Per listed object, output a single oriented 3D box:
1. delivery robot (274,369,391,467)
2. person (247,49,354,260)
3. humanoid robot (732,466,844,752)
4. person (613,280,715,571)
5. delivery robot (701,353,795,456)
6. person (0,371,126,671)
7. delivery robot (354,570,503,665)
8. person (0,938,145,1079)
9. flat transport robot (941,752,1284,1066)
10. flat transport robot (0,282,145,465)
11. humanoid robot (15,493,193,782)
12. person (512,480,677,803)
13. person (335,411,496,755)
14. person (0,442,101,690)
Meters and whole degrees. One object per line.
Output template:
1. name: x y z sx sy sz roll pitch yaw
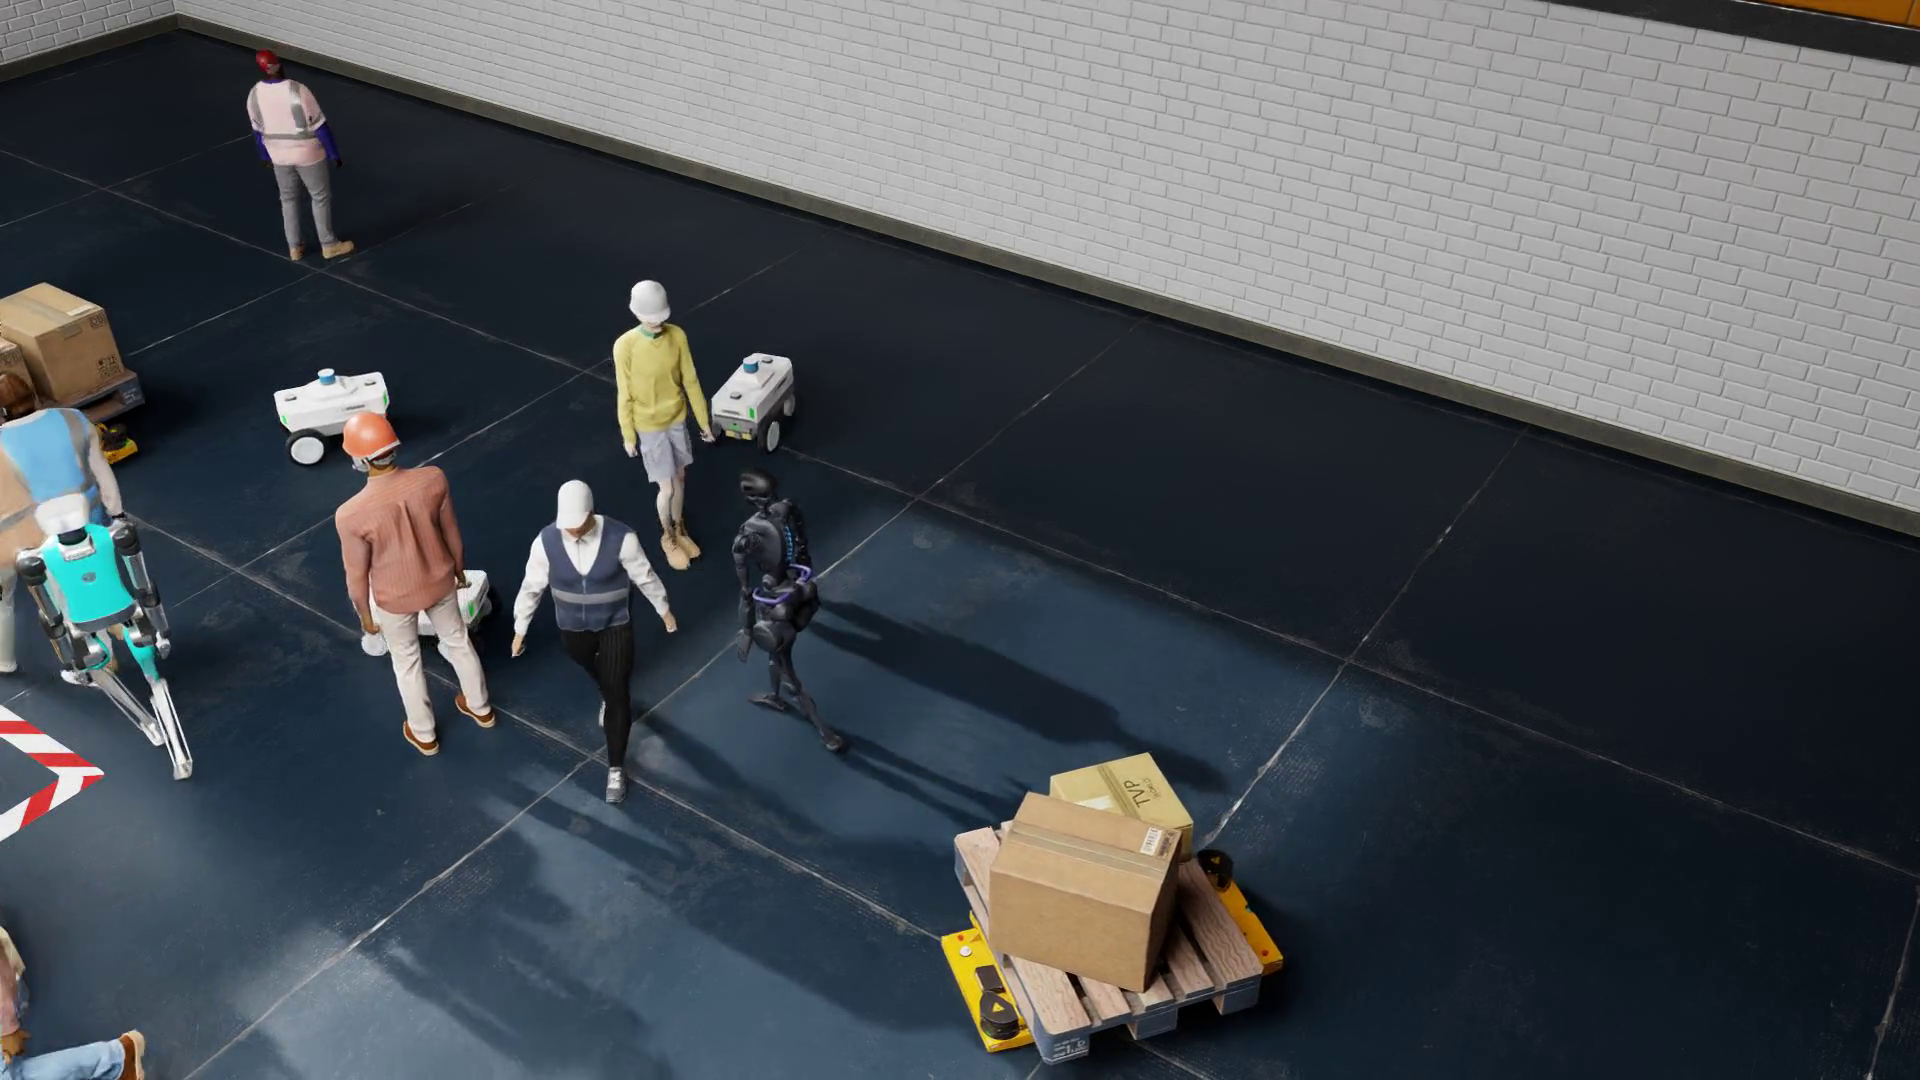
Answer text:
1. delivery robot: -4.263 -0.859 11.258 0.785 0.613 0.501 -14 37 -19
2. person: -5.335 -3.086 13.402 0.664 1.730 0.419 3 35 4
3. humanoid robot: -0.897 0.357 8.583 0.745 1.646 0.616 19 39 25
4. person: -1.719 -0.671 9.823 0.521 1.870 0.552 -26 42 -32
5. delivery robot: -1.421 -0.963 11.387 0.499 0.591 0.781 11 36 15
6. person: -4.939 -0.109 9.069 0.568 1.813 0.636 24 41 30
7. delivery robot: -3.025 0.381 9.479 0.788 0.605 0.499 1 35 2
8. person: -3.745 1.689 6.365 0.621 1.974 0.698 22 41 28
9. flat transport robot: 0.691 1.859 7.607 1.431 0.231 0.659 -11 37 -16
10. flat transport robot: -6.333 -0.739 11.320 1.431 0.231 0.659 21 40 27
11. humanoid robot: -4.277 0.434 8.348 0.535 1.727 0.953 -21 40 -27
12. person: -1.850 0.414 8.414 0.800 1.707 0.918 -1 35 -1
13. person: -2.796 0.224 8.452 0.623 1.984 0.404 -27 43 -33
14. person: -5.160 -0.024 8.884 0.923 1.887 0.602 13 37 18
